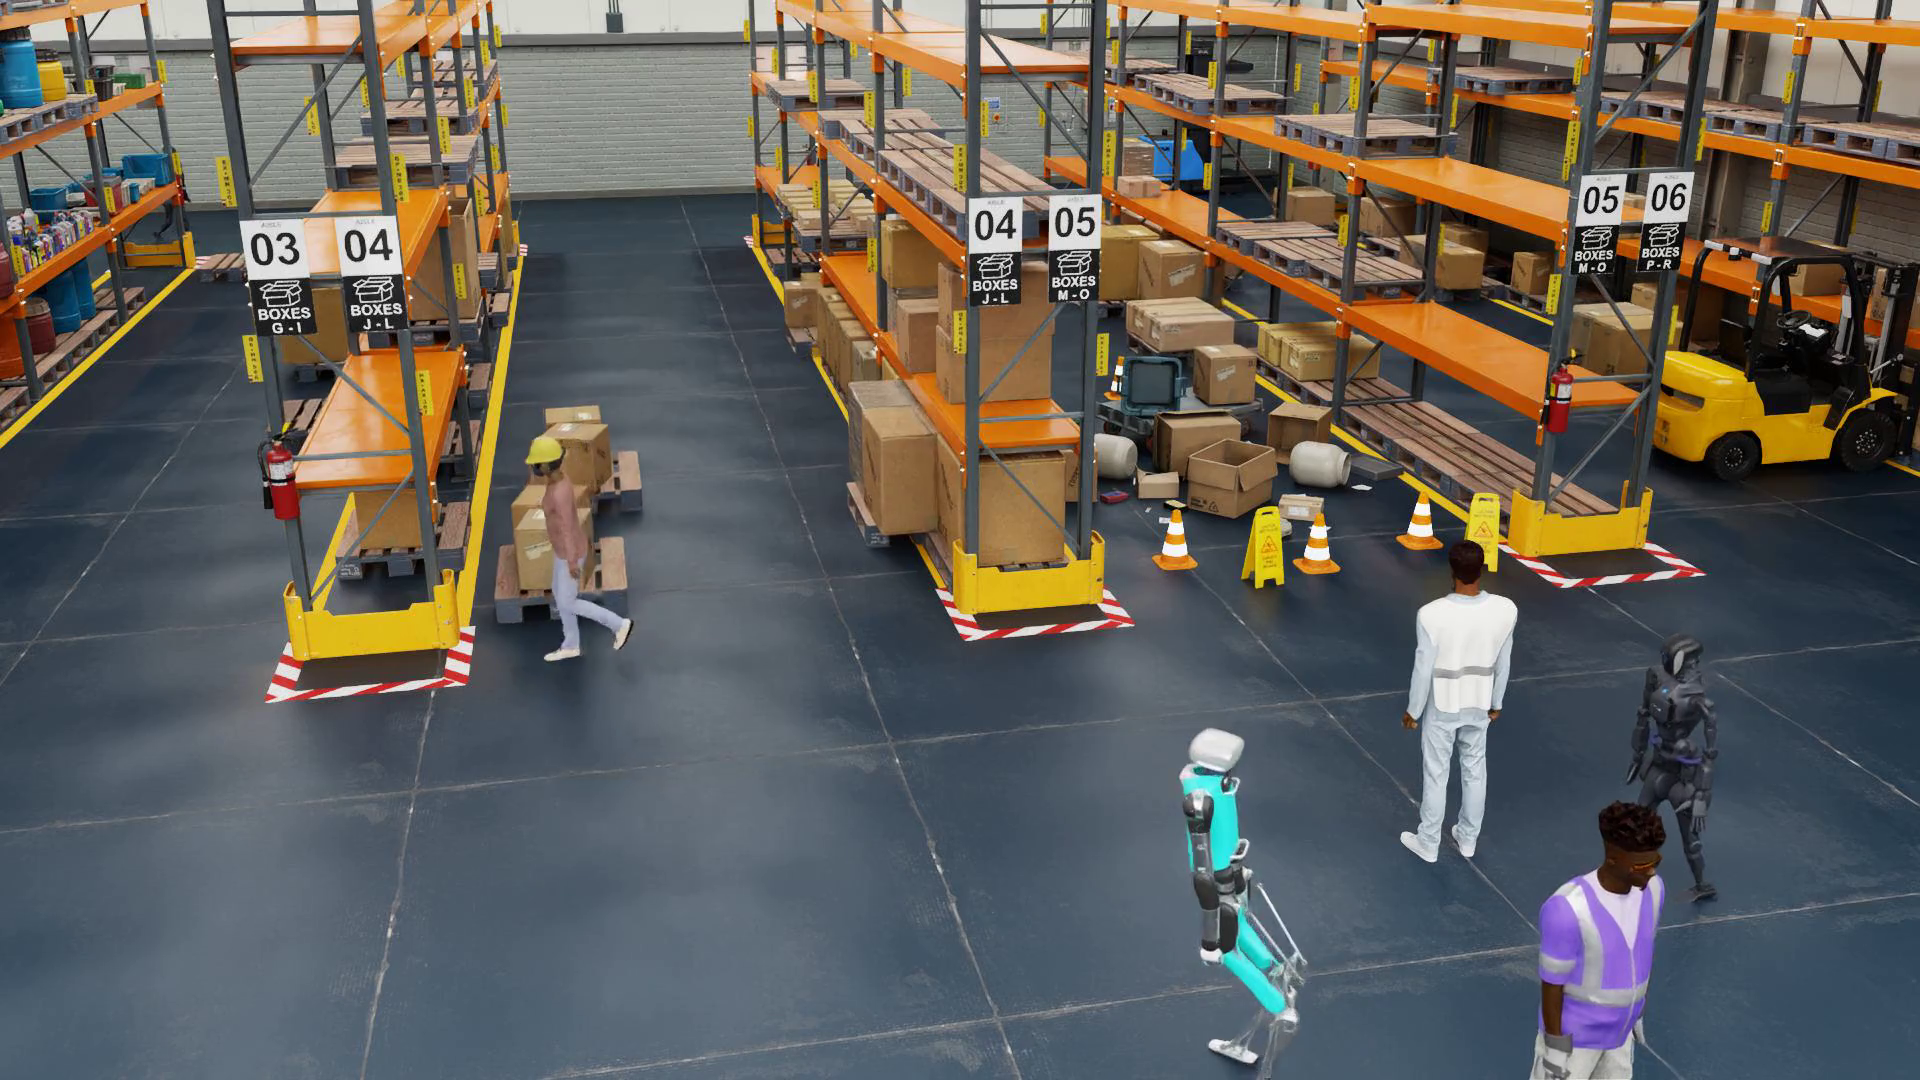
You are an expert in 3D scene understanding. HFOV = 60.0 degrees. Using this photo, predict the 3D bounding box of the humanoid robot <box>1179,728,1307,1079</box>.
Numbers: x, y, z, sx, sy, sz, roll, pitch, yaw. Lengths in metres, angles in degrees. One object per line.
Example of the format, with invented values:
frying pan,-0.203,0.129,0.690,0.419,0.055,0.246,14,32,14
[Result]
humanoid robot,1.355,1.722,7.477,0.794,1.792,0.530,7,21,18

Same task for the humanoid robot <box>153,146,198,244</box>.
humanoid robot,-13.195,-5.771,27.763,0.679,1.626,0.605,4,21,11

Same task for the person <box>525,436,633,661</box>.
person,-2.737,0.076,11.882,0.599,1.746,0.520,-5,21,-14

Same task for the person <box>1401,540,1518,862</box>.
person,2.795,0.922,9.361,0.587,1.914,0.391,-4,21,-10

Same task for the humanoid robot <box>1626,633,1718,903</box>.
humanoid robot,3.812,1.245,8.890,0.761,1.622,0.598,-7,21,-18

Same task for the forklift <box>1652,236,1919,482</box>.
forklift,8.013,-1.814,16.330,2.313,2.155,1.214,-4,21,-12

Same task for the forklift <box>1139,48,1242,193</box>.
forklift,4.566,-8.313,32.860,1.873,2.768,1.129,-4,21,-12

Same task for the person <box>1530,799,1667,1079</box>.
person,2.526,1.911,6.635,0.603,1.959,0.363,-10,22,-24
